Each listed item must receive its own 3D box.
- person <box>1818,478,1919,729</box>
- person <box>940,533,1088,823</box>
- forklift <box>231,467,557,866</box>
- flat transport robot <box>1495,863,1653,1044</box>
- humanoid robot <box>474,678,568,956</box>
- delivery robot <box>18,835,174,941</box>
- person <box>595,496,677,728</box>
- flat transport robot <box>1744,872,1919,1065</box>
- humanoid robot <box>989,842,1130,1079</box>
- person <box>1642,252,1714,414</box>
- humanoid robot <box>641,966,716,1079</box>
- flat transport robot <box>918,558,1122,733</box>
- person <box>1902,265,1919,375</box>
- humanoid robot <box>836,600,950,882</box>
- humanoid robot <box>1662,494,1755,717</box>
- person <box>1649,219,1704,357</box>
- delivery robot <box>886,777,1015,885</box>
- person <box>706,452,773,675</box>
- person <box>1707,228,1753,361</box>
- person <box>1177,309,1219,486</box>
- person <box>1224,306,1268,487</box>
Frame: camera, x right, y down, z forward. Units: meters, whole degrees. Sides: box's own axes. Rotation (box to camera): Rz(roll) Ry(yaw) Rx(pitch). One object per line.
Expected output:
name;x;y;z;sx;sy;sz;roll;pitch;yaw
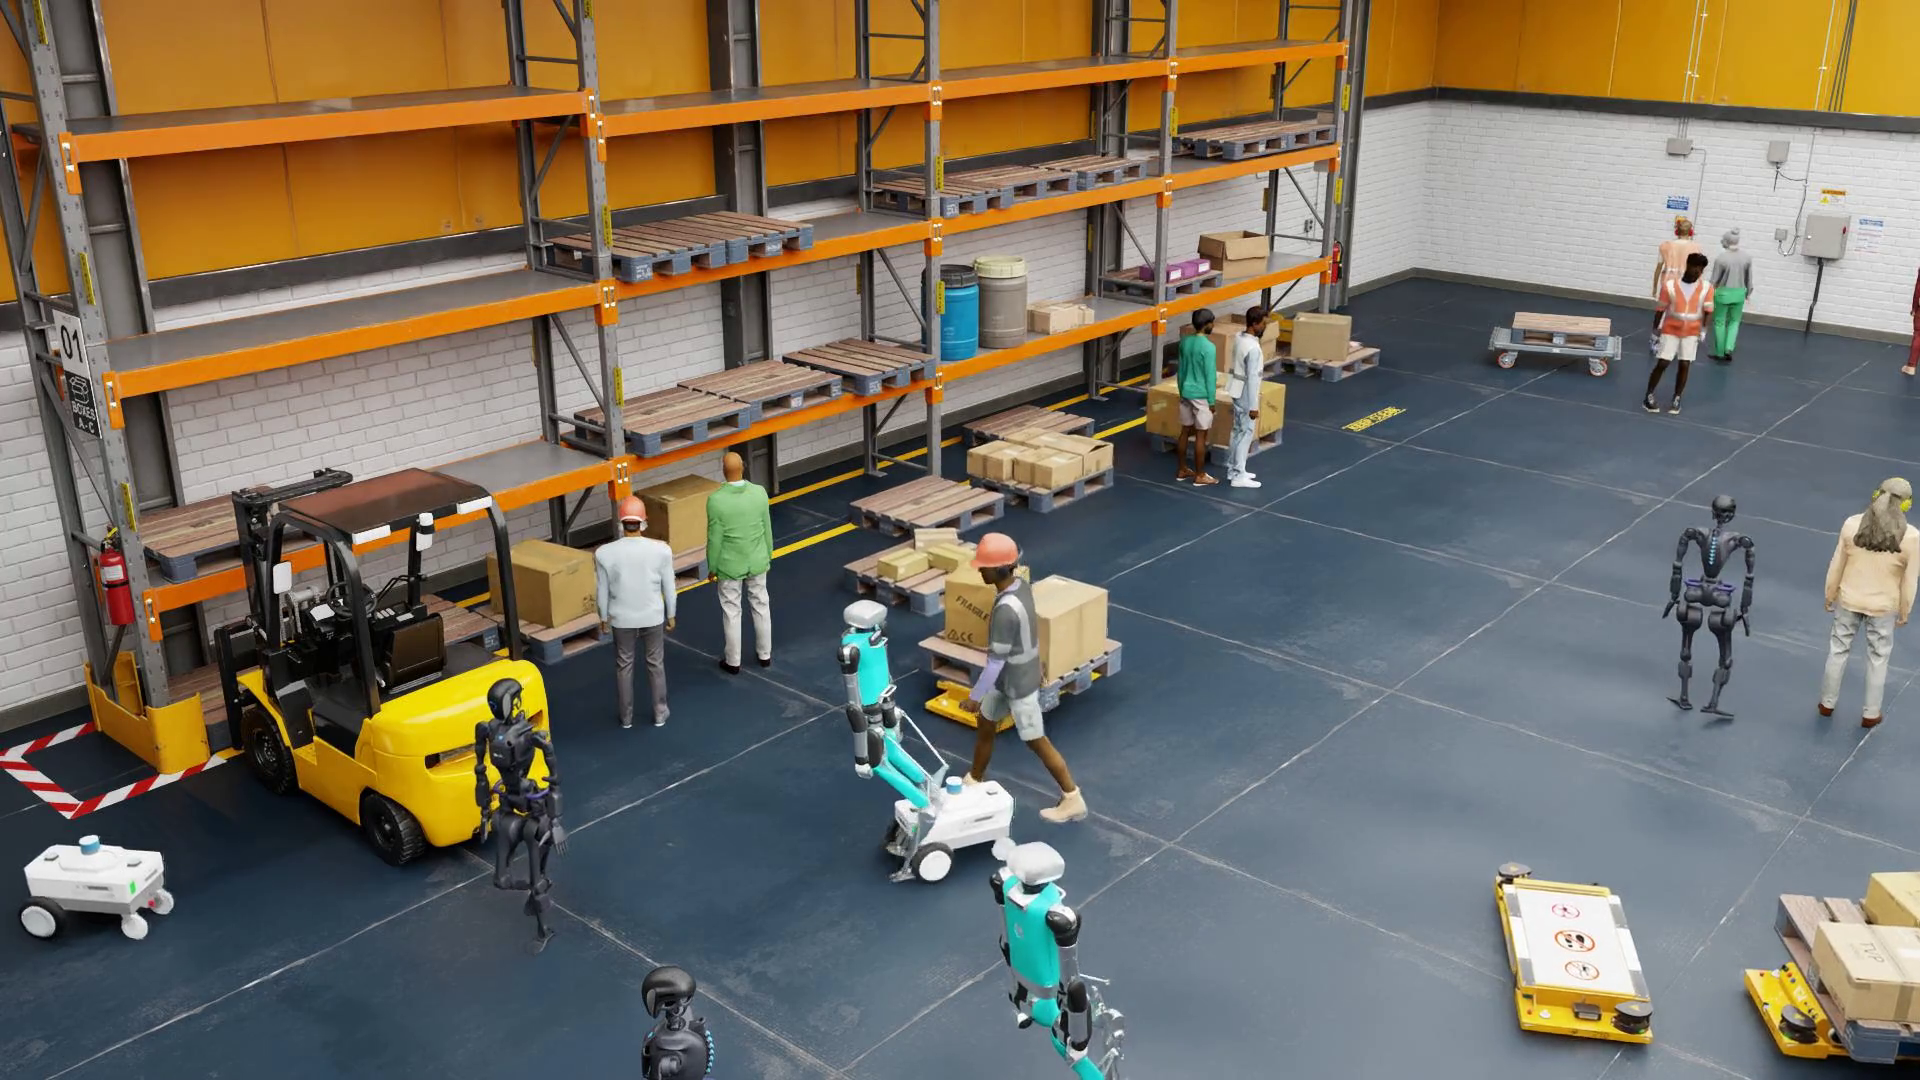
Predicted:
person;6.564;0.450;12.026;0.580;1.870;0.397;16;25;36
person;0.360;0.894;10.706;1.020;1.981;0.626;1;20;2
forklift;-3.730;0.710;10.856;2.313;2.155;1.214;17;26;38
flat transport robot;3.416;2.295;9.332;0.659;0.231;1.431;4;21;11
humanoid robot;-2.429;1.528;9.381;0.593;1.649;0.427;7;21;19
delivery robot;-5.027;2.002;9.697;0.765;0.583;0.499;2;20;7
person;-2.326;0.523;12.010;0.571;1.740;0.351;-4;21;-10
flat transport robot;4.995;2.499;8.779;1.431;0.231;0.659;2;20;7
humanoid robot;0.619;2.119;7.757;0.976;1.773;0.535;-15;25;-34
person;8.596;-2.450;19.793;0.638;1.926;0.529;4;21;10
humanoid robot;-1.130;2.466;6.815;0.315;1.657;0.599;-1;20;-2
flat transport robot;0.451;1.073;12.643;0.659;0.231;1.431;16;26;37
person;12.571;-3.007;21.533;0.466;1.769;0.379;5;21;14
humanoid robot;-0.336;1.237;10.028;0.758;1.753;0.530;8;22;20
humanoid robot;5.485;0.488;12.207;0.610;1.645;0.480;13;24;31
person;9.692;-3.412;22.551;0.576;1.832;0.402;14;24;33
delivery robot;-0.054;1.759;10.352;0.754;0.581;0.499;-9;22;-22
person;-1.705;0.180;12.881;0.539;1.782;0.384;-10;23;-26
person;10.247;-3.257;22.129;0.591;1.825;0.532;1;20;2
person;2.453;-1.483;17.294;0.403;1.847;0.494;-14;24;-33
person;2.959;-1.481;17.208;0.411;1.908;0.596;-2;20;-6
